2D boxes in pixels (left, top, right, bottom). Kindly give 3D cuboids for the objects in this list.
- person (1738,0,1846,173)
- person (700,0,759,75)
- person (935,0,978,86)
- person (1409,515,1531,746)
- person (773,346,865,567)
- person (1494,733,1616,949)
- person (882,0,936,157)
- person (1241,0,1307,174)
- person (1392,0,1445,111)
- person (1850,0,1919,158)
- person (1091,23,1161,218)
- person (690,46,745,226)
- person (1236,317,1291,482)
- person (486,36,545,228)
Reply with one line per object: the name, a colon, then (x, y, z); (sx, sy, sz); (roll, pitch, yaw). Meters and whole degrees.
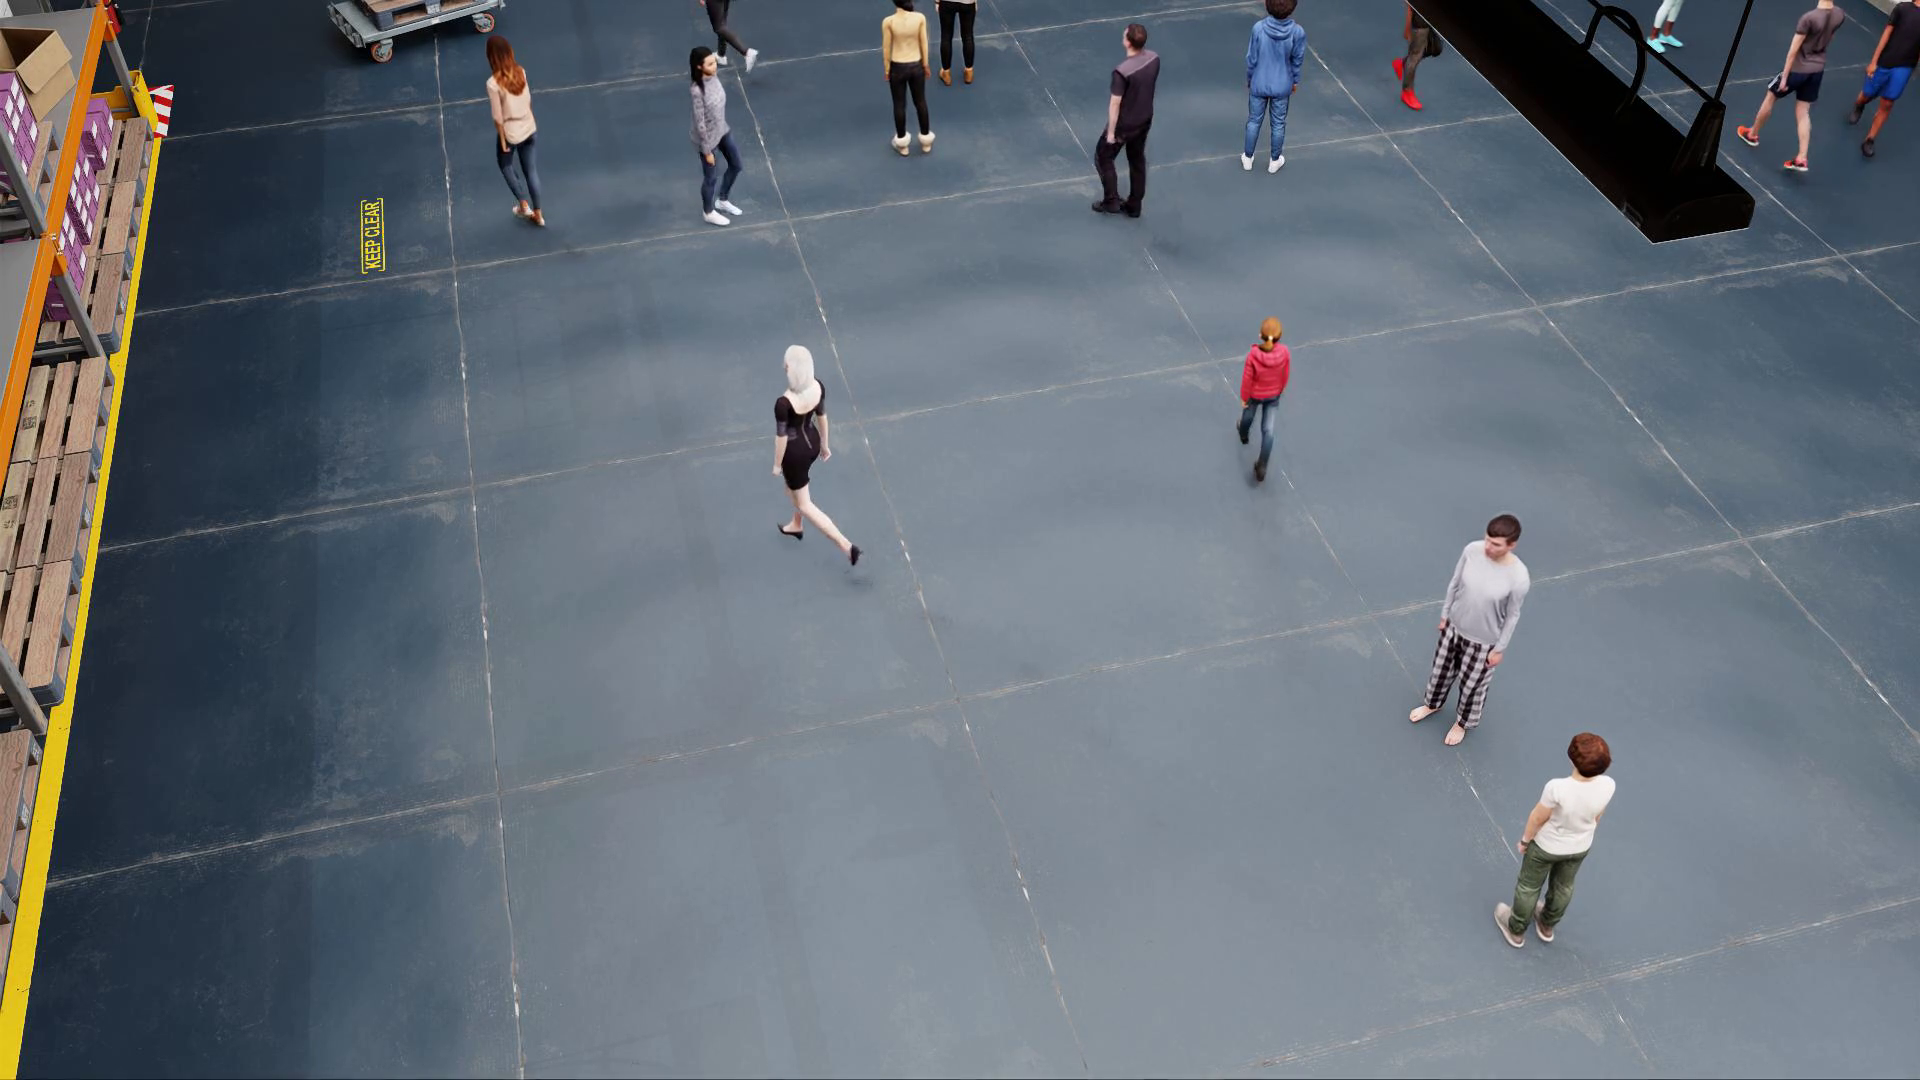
person: (7.825, -4.271, 15.337); (0.692, 1.814, 1.174); (-8, 44, -8)
person: (-2.349, -5.481, 16.713); (1.076, 1.667, 0.968); (28, 50, 26)
person: (-0.028, -5.384, 16.575); (0.645, 1.718, 0.614); (-1, 44, -1)
person: (3.181, 0.537, 10.265); (0.762, 1.847, 0.628); (-30, 51, -28)
person: (-1.026, -0.528, 11.414); (1.147, 1.805, 1.013); (28, 50, 26)
person: (3.326, 1.676, 9.211); (0.588, 1.653, 0.592); (-3, 44, -3)
person: (-0.487, -4.408, 15.603); (0.626, 1.644, 0.611); (-7, 44, -7)
person: (2.872, -4.238, 15.304); (0.765, 1.812, 0.762); (10, 45, 10)
person: (4.497, -5.150, 16.274); (0.794, 1.794, 0.888); (-23, 48, -22)
person: (8.789, -4.546, 15.651); (0.952, 1.778, 1.092); (13, 45, 13)
person: (1.563, -3.641, 14.659); (0.840, 1.837, 0.820); (-30, 51, -28)
person: (-2.266, -3.567, 14.667); (0.814, 1.717, 0.730); (14, 45, 15)
person: (2.266, -1.030, 12.319); (0.674, 1.284, 0.973); (-1, 44, -1)
person: (-3.837, -3.540, 14.596); (0.731, 1.777, 0.777); (-34, 53, -30)
